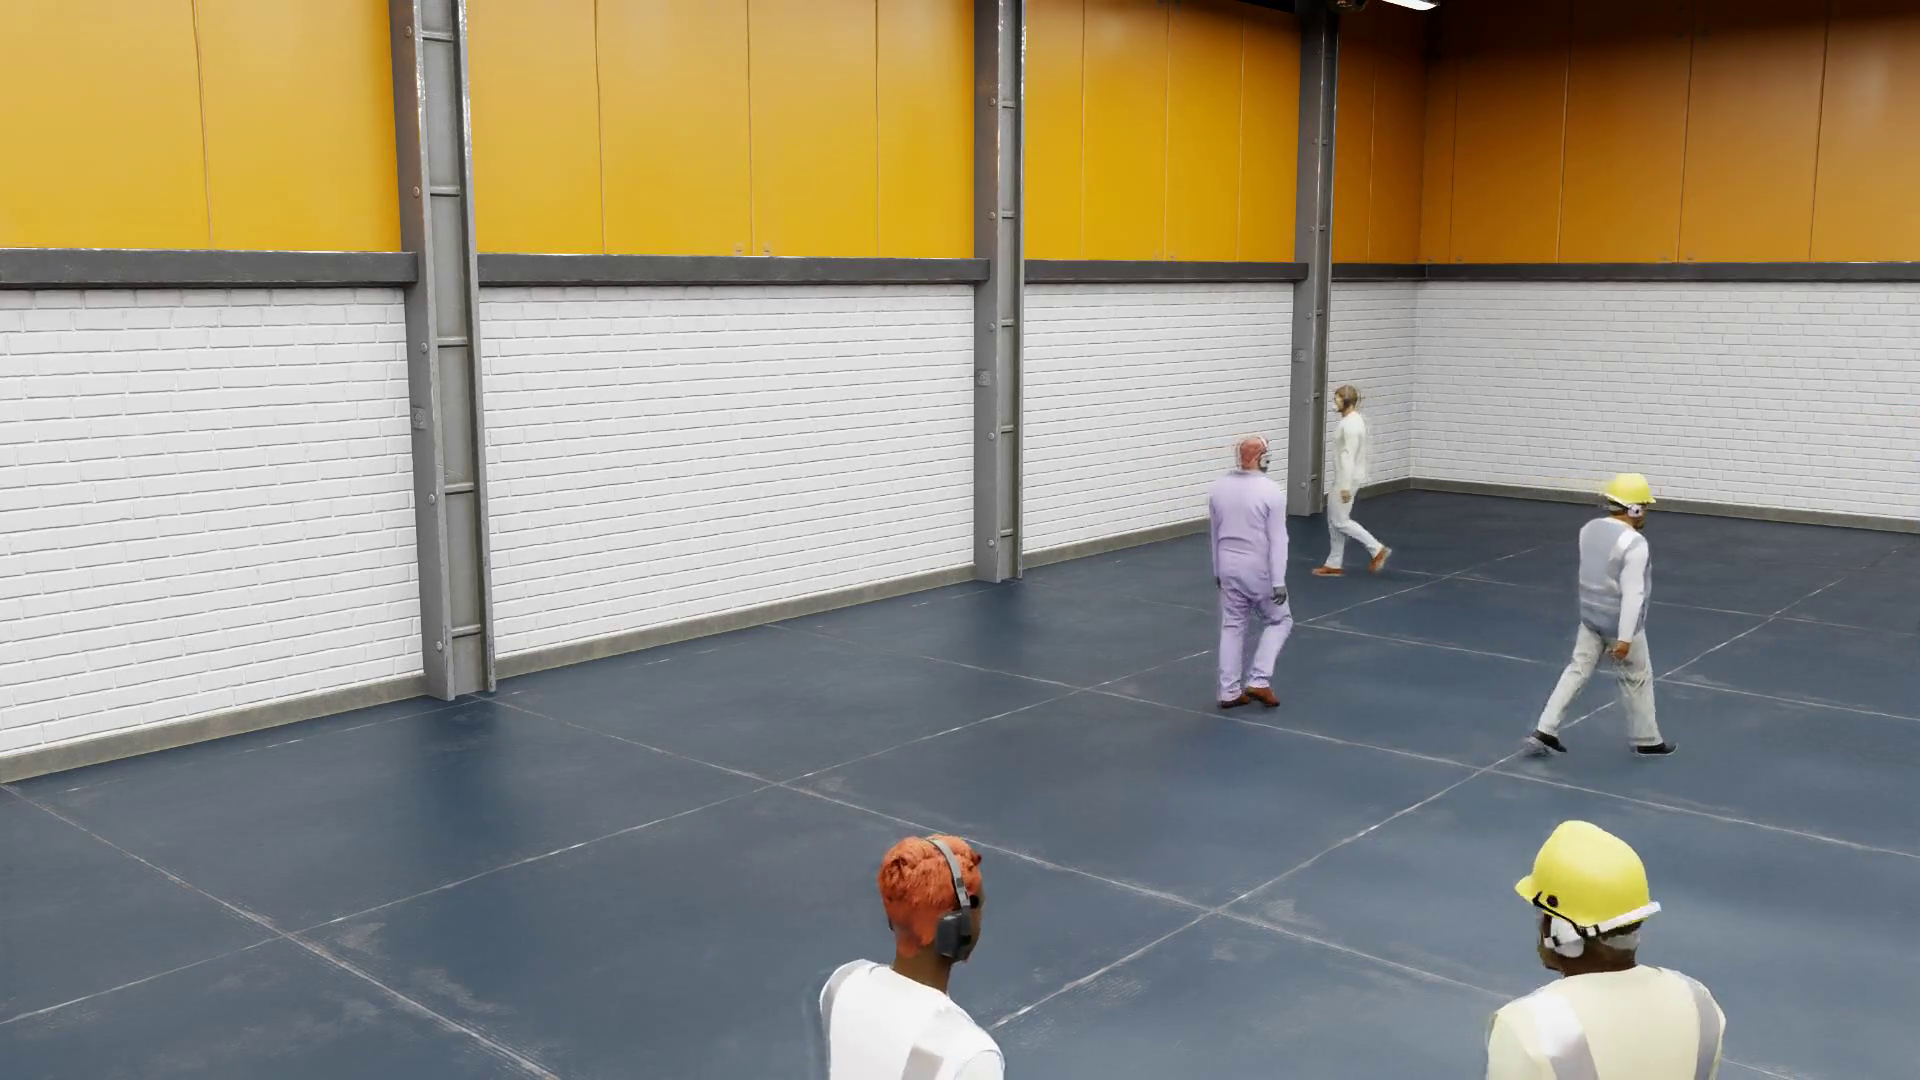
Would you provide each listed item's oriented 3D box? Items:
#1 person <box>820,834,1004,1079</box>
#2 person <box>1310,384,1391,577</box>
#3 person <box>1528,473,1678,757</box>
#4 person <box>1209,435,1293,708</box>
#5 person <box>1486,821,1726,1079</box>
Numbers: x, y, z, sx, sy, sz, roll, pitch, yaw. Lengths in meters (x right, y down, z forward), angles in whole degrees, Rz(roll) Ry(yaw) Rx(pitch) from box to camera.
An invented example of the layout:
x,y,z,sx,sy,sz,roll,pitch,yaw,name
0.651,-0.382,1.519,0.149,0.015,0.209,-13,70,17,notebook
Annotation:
x,y,z,sx,sy,sz,roll,pitch,yaw,name
-0.008,1.504,3.530,0.959,1.836,0.613,-7,11,-37,person
3.839,-0.564,16.284,0.675,1.918,0.639,2,9,11,person
3.962,0.472,10.200,0.927,1.793,0.597,-3,9,-17,person
2.011,0.225,11.414,0.524,1.886,0.675,-8,12,-40,person
1.327,1.503,3.582,0.632,1.830,0.403,-4,10,-22,person
